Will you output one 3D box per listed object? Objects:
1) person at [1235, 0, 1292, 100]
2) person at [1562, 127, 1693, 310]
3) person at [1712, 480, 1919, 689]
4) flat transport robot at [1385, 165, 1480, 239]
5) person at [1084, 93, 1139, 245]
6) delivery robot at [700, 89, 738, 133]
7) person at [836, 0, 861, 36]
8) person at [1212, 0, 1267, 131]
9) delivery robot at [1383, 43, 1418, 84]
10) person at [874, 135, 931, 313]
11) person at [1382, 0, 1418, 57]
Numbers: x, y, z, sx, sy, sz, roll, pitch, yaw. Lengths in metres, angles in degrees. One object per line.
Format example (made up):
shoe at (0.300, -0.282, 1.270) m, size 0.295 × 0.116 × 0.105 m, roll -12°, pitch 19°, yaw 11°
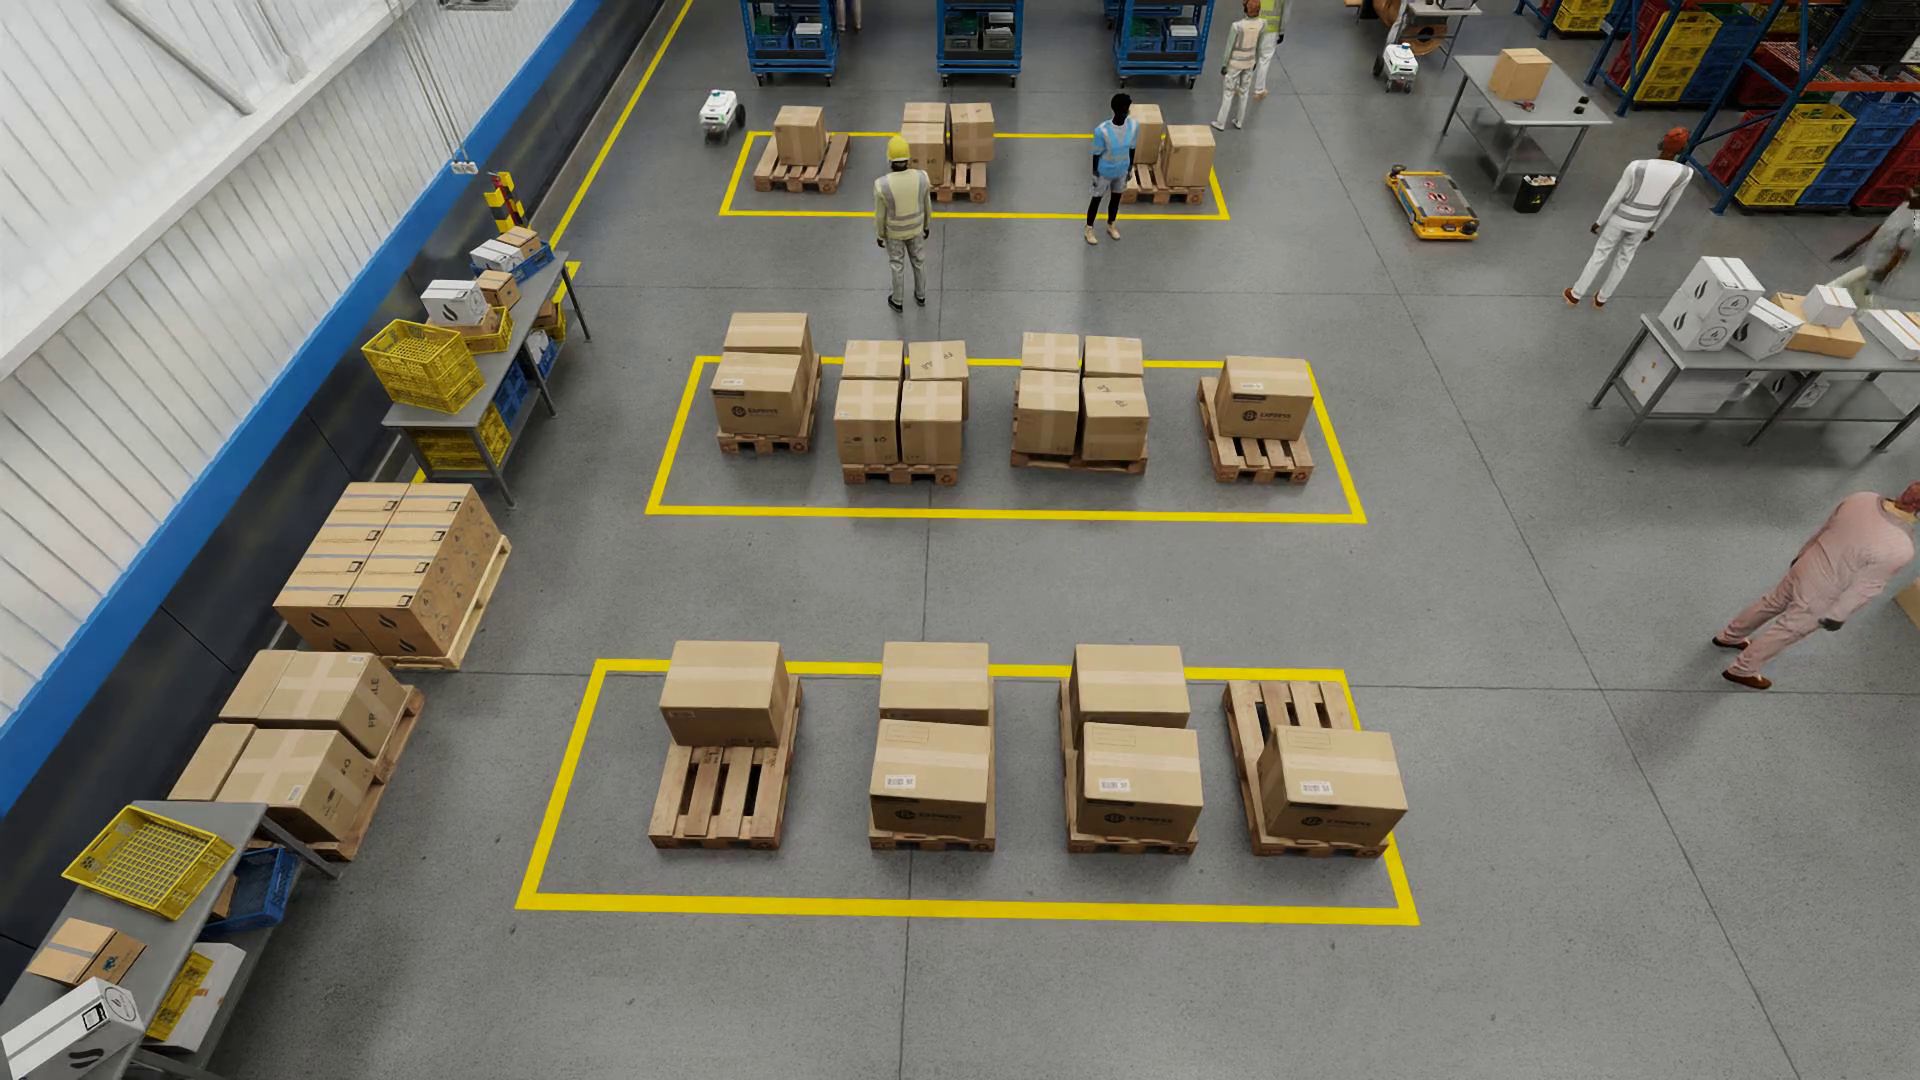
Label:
person at (4.186, -7.052, 12.587) m, size 0.637 × 1.842 × 0.429 m, roll 29°, pitch 55°, yaw 23°
person at (6.724, -3.190, 9.217) m, size 0.573 × 1.884 × 0.359 m, roll 15°, pitch 51°, yaw 13°
person at (5.869, 0.291, 6.199) m, size 0.400 × 1.900 × 0.648 m, roll 12°, pitch 50°, yaw 10°
flat transport robot at (5.692, -4.094, 11.059) m, size 0.652 × 0.197 × 1.431 m, roll 1°, pitch 49°, yaw 1°
person at (1.675, -4.080, 10.116) m, size 0.533 × 1.690 × 0.321 m, roll -15°, pitch 51°, yaw -13°
delivery robot at (-3.222, -5.757, 12.249) m, size 0.477 × 0.478 × 0.707 m, roll 3°, pitch 49°, yaw 4°
person at (-1.758, -8.846, 14.053) m, size 0.624 × 1.981 × 0.412 m, roll -18°, pitch 52°, yaw -15°
person at (3.674, -6.222, 12.008) m, size 0.520 × 1.632 × 0.315 m, roll -11°, pitch 50°, yaw -10°
delivery robot at (6.372, -6.919, 13.258) m, size 0.477 × 0.478 × 0.707 m, roll 5°, pitch 49°, yaw 4°
person at (-0.573, -3.146, 9.212) m, size 0.587 × 1.833 × 0.404 m, roll -18°, pitch 51°, yaw -15°
person at (6.574, -7.896, 13.266) m, size 0.374 × 1.931 × 0.626 m, roll 22°, pitch 53°, yaw 18°
